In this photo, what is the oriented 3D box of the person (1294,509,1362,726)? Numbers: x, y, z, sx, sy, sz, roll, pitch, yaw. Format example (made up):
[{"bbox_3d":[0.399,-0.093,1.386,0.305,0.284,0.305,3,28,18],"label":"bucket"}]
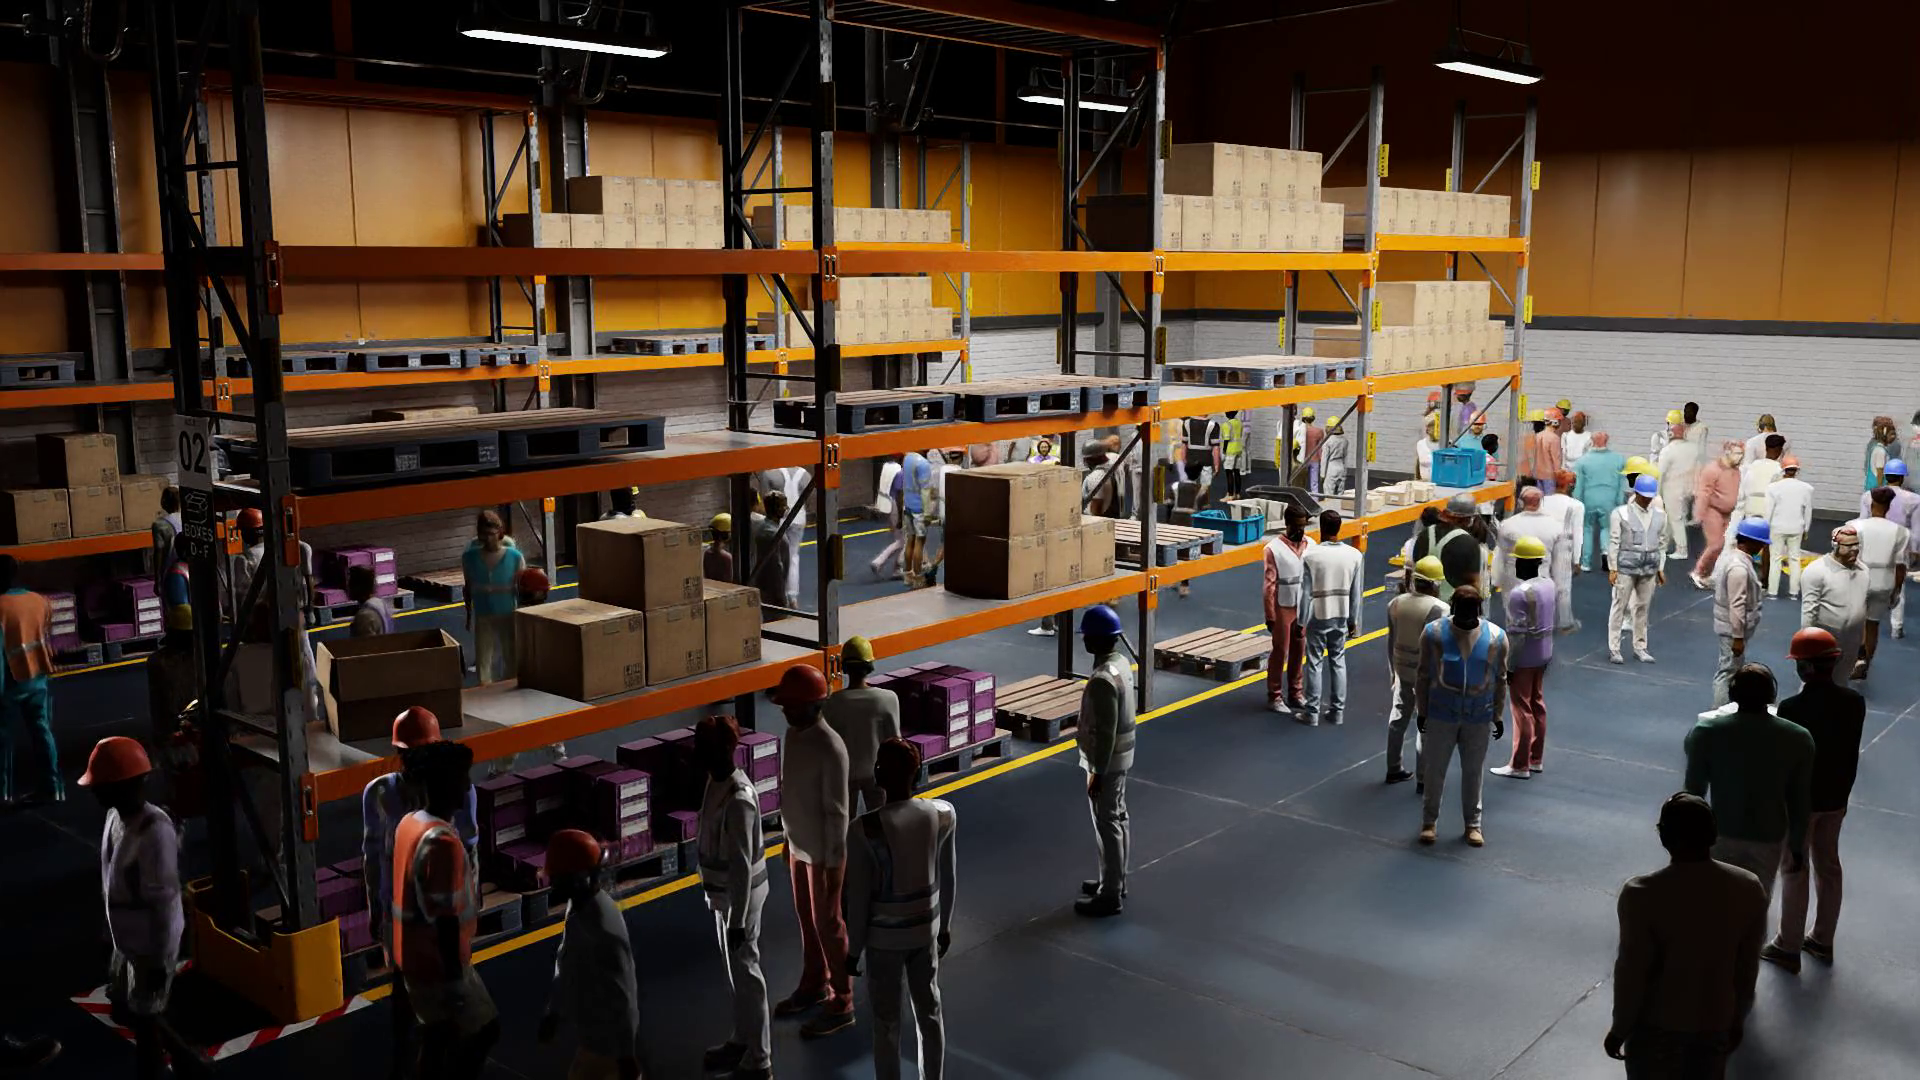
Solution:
[{"bbox_3d":[3.234,0.685,14.603,0.598,1.908,0.402,-3,10,-18],"label":"person"}]

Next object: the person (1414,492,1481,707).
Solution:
[{"bbox_3d":[4.431,0.545,15.030,0.541,2.000,0.701,-6,11,-30],"label":"person"}]

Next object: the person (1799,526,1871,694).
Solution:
[{"bbox_3d":[7.237,0.829,13.732,0.638,1.911,0.402,-3,10,-16],"label":"person"}]

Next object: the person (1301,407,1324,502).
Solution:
[{"bbox_3d":[5.514,-1.227,26.422,0.525,1.772,0.308,-1,10,-8],"label":"person"}]

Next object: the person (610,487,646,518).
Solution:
[{"bbox_3d":[-3.272,0.342,16.602,0.383,1.921,0.586,-2,10,-9],"label":"person"}]

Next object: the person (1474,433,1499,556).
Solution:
[{"bbox_3d":[7.304,-0.634,23.096,0.317,1.695,0.540,-1,10,-6],"label":"person"}]

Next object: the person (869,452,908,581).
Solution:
[{"bbox_3d":[-0.870,-0.354,21.082,0.535,1.818,0.575,-4,10,-21],"label":"person"}]

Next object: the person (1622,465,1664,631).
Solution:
[{"bbox_3d":[7.501,0.080,18.344,0.390,1.867,0.671,1,10,5],"label":"person"}]

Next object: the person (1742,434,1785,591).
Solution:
[{"bbox_3d":[9.965,-0.342,20.589,0.377,1.959,0.615,-7,12,-36],"label":"person"}]

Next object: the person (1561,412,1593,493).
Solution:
[{"bbox_3d":[9.101,-0.966,24.642,0.969,1.834,0.578,-7,12,-35],"label":"person"}]

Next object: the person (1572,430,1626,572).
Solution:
[{"bbox_3d":[8.306,-0.493,21.659,0.655,1.887,0.526,2,10,12],"label":"person"}]

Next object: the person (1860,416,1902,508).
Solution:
[{"bbox_3d":[13.122,-0.821,23.620,0.566,1.894,0.661,0,10,-3],"label":"person"}]

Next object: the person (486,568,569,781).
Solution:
[{"bbox_3d":[-3.329,1.068,12.890,0.872,1.715,0.559,-7,12,-38],"label":"person"}]

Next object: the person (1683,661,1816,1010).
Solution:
[{"bbox_3d":[4.245,1.611,9.020,0.637,1.932,0.384,3,10,16],"label":"person"}]

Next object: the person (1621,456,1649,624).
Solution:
[{"bbox_3d":[7.536,0.018,18.562,0.384,1.915,0.586,3,10,17],"label":"person"}]

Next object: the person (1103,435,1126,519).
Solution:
[{"bbox_3d":[2.136,-0.694,23.729,0.541,1.607,0.503,7,12,37],"label":"person"}]

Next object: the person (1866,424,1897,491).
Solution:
[{"bbox_3d":[12.703,-0.687,22.966,0.334,1.845,0.513,4,10,23],"label":"person"}]

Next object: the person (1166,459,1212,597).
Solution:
[{"bbox_3d":[2.766,-0.144,20.224,0.548,1.663,0.496,5,11,25],"label":"person"}]

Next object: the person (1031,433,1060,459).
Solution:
[{"bbox_3d":[1.294,-0.909,24.933,0.538,1.633,0.938,0,10,-2],"label":"person"}]

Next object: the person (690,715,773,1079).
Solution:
[{"bbox_3d":[-1.130,1.771,8.214,0.360,1.876,0.576,-3,10,-17],"label":"person"}]

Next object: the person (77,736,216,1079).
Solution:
[{"bbox_3d":[-3.809,1.837,7.702,0.565,1.927,0.523,8,12,40],"label":"person"}]

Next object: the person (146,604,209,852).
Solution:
[{"bbox_3d":[-5.318,1.293,11.483,0.484,1.737,0.319,-5,11,-26],"label":"person"}]

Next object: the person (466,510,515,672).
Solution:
[{"bbox_3d":[-4.654,0.512,16.515,0.521,1.599,0.762,2,10,11],"label":"person"}]

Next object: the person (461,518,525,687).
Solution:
[{"bbox_3d":[-4.164,0.690,14.909,0.585,1.784,1.008,-1,10,-5],"label":"person"}]

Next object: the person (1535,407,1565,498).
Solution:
[{"bbox_3d":[8.455,-0.912,23.856,0.375,1.997,0.611,-2,10,-9],"label":"person"}]

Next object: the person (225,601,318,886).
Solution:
[{"bbox_3d":[-4.502,1.309,10.990,0.568,1.860,0.655,2,10,13],"label":"person"}]

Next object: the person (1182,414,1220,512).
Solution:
[{"bbox_3d":[3.690,-1.189,25.436,0.612,2.030,0.410,5,11,28],"label":"person"}]

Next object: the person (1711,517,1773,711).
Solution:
[{"bbox_3d":[6.582,0.760,14.051,0.414,1.935,0.610,4,10,24],"label":"person"}]

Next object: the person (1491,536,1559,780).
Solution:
[{"bbox_3d":[4.458,0.922,13.118,0.594,1.926,0.366,-9,13,-43],"label":"person"}]

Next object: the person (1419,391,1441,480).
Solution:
[{"bbox_3d":[7.714,-1.426,26.986,0.612,1.978,0.475,-7,12,-35],"label":"person"}]

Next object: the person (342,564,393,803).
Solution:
[{"bbox_3d":[-4.388,1.084,12.514,0.444,1.826,0.516,1,10,3],"label":"person"}]

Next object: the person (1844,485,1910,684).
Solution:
[{"bbox_3d":[8.724,0.442,15.949,0.632,1.938,0.497,3,10,15],"label":"person"}]

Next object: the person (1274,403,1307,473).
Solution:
[{"bbox_3d":[5.213,-1.260,26.296,0.358,1.880,0.576,-7,12,-37],"label":"person"}]

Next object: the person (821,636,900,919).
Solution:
[{"bbox_3d":[-0.631,1.468,10.345,0.533,1.765,0.322,-2,10,-14],"label":"person"}]

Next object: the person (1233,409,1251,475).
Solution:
[{"bbox_3d":[5.395,-2.047,31.736,0.318,1.630,0.513,6,11,31],"label":"person"}]

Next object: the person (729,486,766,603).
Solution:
[{"bbox_3d":[-2.066,0.367,16.728,0.528,1.835,0.374,1,10,7],"label":"person"}]

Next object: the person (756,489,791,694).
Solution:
[{"bbox_3d":[-1.741,0.485,15.697,0.368,1.939,0.632,-2,10,-12],"label":"person"}]

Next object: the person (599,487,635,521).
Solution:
[{"bbox_3d":[-3.353,0.390,16.328,0.386,1.916,0.590,-7,12,-37],"label":"person"}]

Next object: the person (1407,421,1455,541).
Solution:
[{"bbox_3d":[6.742,-0.799,23.774,0.585,1.791,0.947,6,11,33],"label":"person"}]

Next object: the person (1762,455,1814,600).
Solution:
[{"bbox_3d":[9.949,-0.151,20.047,0.573,1.746,0.347,1,10,5],"label":"person"}]

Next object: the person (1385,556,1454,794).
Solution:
[{"bbox_3d":[3.555,1.026,12.825,0.408,1.823,0.593,-7,12,-35],"label":"person"}]

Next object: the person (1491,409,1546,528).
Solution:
[{"bbox_3d":[8.503,-1.035,24.949,0.912,1.890,0.586,4,11,25],"label":"person"}]

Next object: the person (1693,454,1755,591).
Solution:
[{"bbox_3d":[9.479,-0.297,20.663,0.957,1.834,0.588,-6,11,-31],"label":"person"}]

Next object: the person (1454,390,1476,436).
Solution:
[{"bbox_3d":[8.607,-1.680,28.355,0.444,2.028,0.609,4,10,20],"label":"person"}]

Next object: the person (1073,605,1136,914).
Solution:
[{"bbox_3d":[0.898,1.365,10.414,0.404,1.945,0.615,2,10,15],"label":"person"}]
